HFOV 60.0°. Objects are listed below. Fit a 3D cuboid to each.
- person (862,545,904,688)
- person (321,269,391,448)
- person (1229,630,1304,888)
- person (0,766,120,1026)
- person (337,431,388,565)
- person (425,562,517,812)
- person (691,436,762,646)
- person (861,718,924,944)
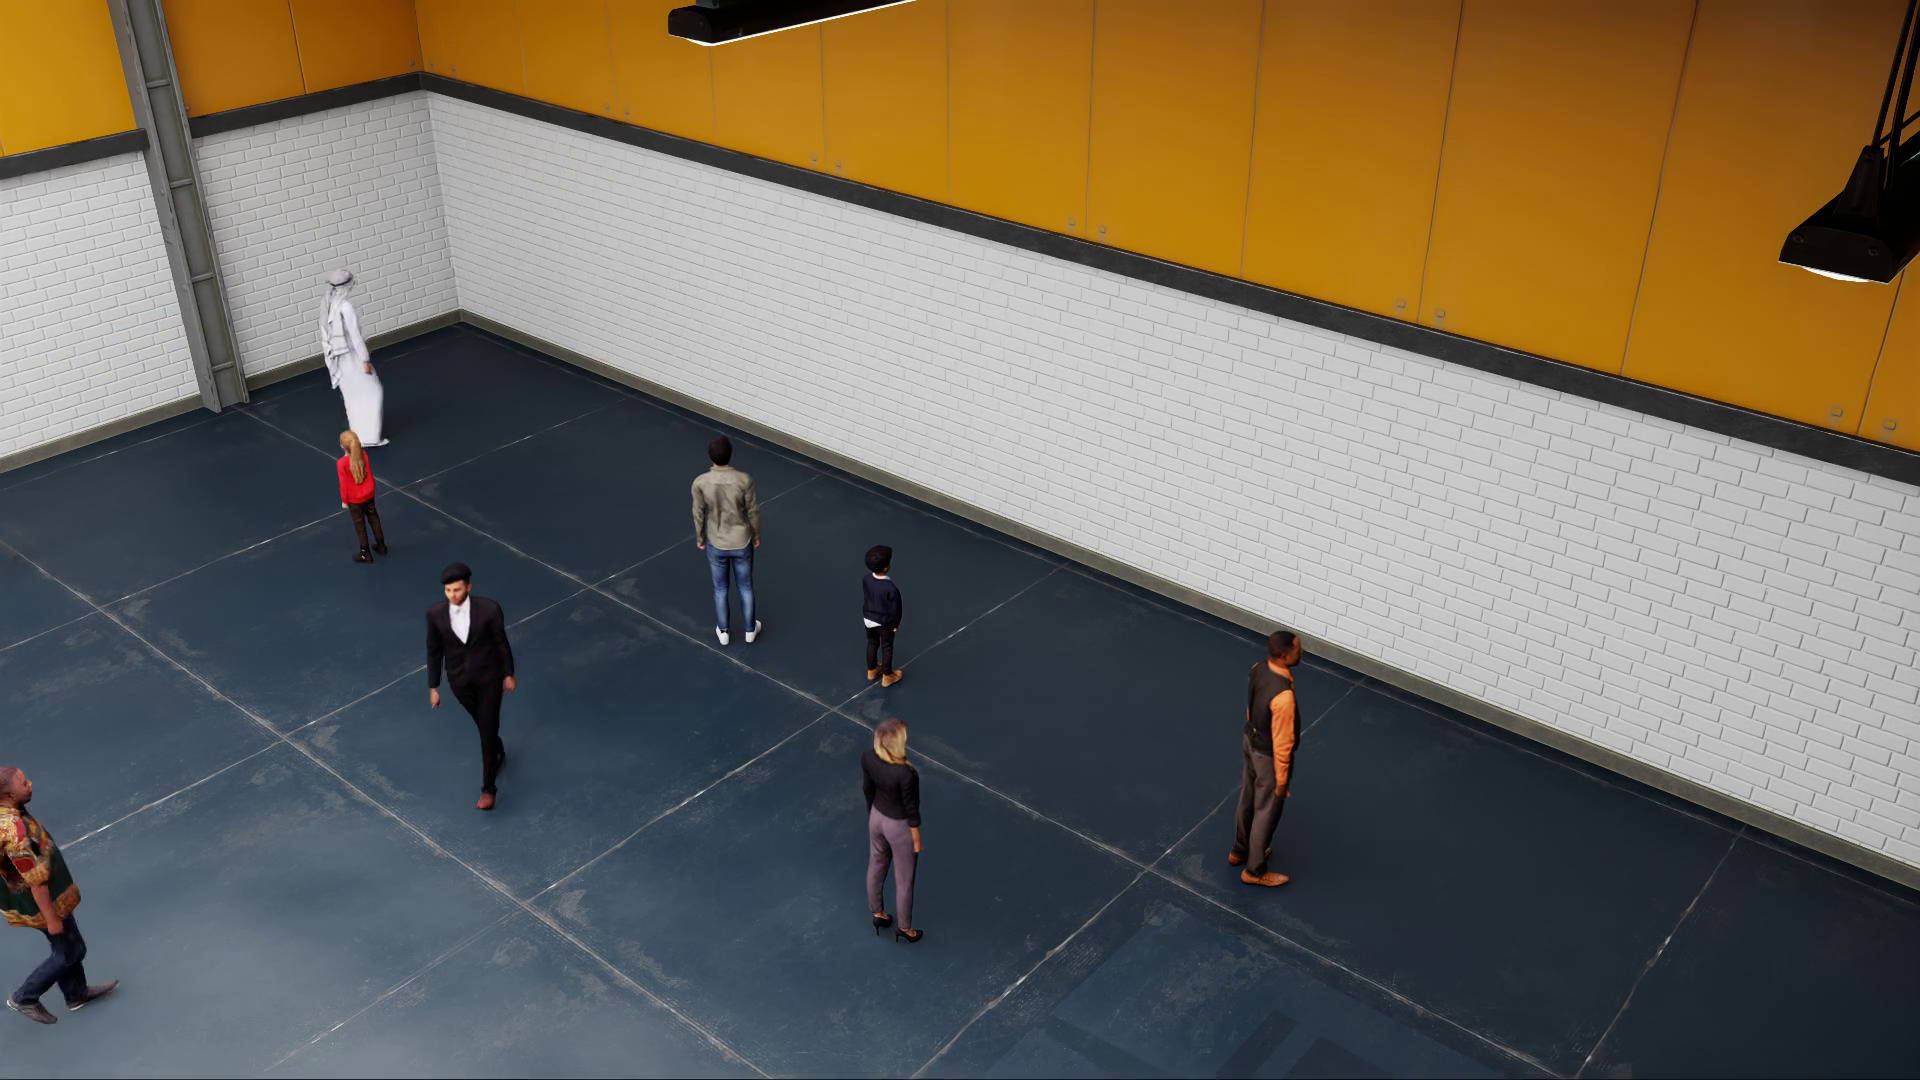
[{"bbox_3d":[-0.639,0.594,13.237,0.508,1.223,0.491,19,34,31],"label":"person"},{"bbox_3d":[-6.236,-1.859,17.011,0.722,1.915,0.685,16,32,27],"label":"person"},{"bbox_3d":[2.031,1.425,10.999,0.832,1.908,0.792,-5,29,-10],"label":"person"},{"bbox_3d":[-5.509,2.137,9.812,0.907,1.793,0.801,-19,34,-30],"label":"person"},{"bbox_3d":[-5.418,-0.404,15.006,0.579,1.281,0.475,17,33,28],"label":"person"},{"bbox_3d":[-3.457,0.937,11.964,1.152,1.840,1.265,1,29,1],"label":"person"},{"bbox_3d":[-1.893,0.015,13.628,0.778,1.865,0.840,-3,29,-5],"label":"person"},{"bbox_3d":[-0.430,1.841,10.487,0.588,1.667,0.510,22,36,35],"label":"person"}]
